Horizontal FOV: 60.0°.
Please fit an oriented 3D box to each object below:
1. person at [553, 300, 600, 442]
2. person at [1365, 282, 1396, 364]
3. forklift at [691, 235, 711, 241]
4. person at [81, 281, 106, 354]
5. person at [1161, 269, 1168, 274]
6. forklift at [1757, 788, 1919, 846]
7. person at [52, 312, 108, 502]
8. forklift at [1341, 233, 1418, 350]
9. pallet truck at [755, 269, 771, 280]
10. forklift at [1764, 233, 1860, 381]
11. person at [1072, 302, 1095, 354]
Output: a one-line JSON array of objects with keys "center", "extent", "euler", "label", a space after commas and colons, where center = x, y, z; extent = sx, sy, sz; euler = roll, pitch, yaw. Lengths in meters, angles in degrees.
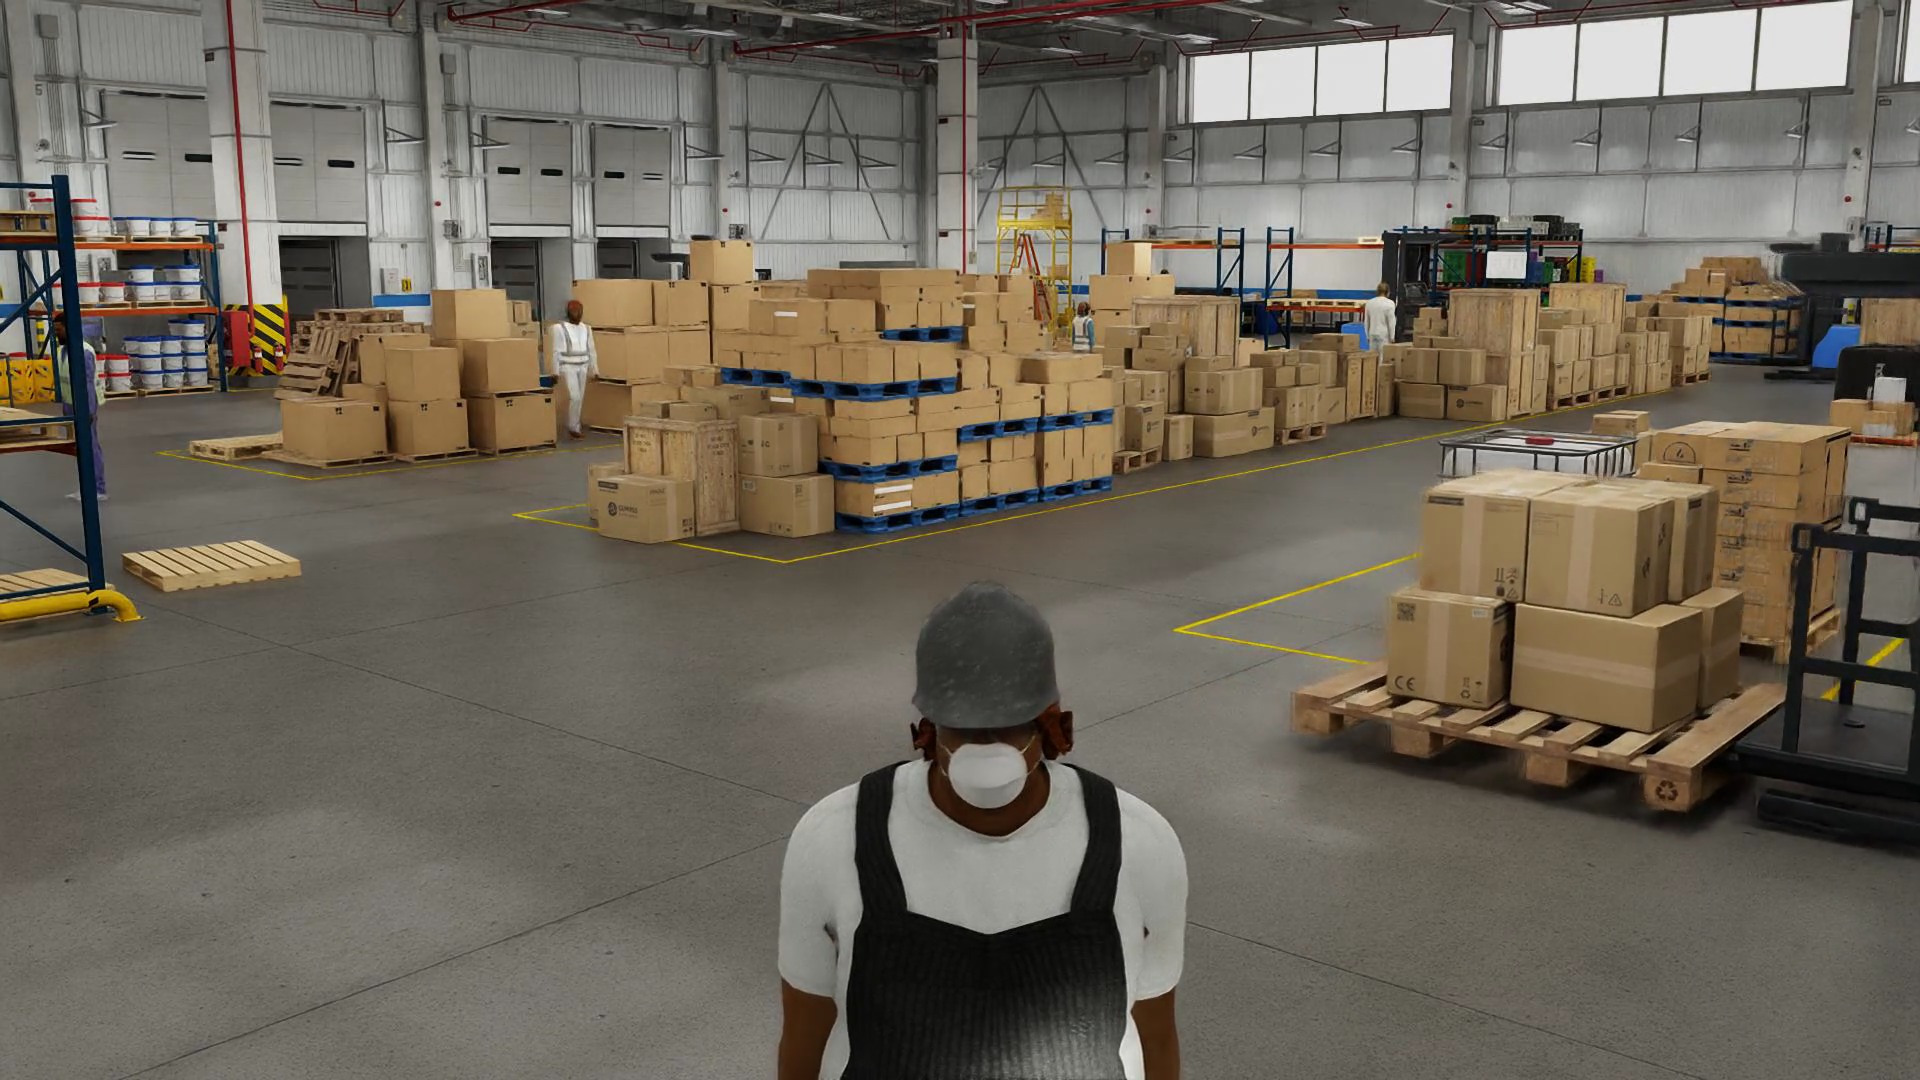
[{"center": [-5.010, -2.217, 21.892], "extent": [0.623, 1.864, 0.595], "euler": [8, 13, 39], "label": "person"}, {"center": [7.538, -3.642, 29.827], "extent": [0.371, 1.934, 0.627], "euler": [-8, 13, -38], "label": "person"}, {"center": [-5.766, -5.368, 36.958], "extent": [1.873, 2.768, 1.129], "euler": [-2, 10, -9], "label": "forklift"}, {"center": [-16.097, -3.819, 30.828], "extent": [0.376, 1.934, 0.548], "euler": [6, 12, 30], "label": "person"}, {"center": [6.003, -7.064, 49.308], "extent": [0.371, 1.934, 0.627], "euler": [0, 10, 1], "label": "person"}, {"center": [4.581, -0.090, 6.904], "extent": [1.873, 2.768, 1.129], "euler": [8, 13, 40], "label": "forklift"}, {"center": [-8.896, -1.344, 16.830], "extent": [0.593, 1.908, 0.395], "euler": [8, 13, 38], "label": "person"}, {"center": [8.358, -4.466, 31.817], "extent": [1.873, 2.768, 1.129], "euler": [8, 13, 40], "label": "forklift"}, {"center": [-4.996, -6.432, 45.525], "extent": [1.885, 1.965, 0.823], "euler": [-6, 12, -32], "label": "pallet truck"}, {"center": [16.478, -4.402, 31.456], "extent": [1.873, 2.768, 1.129], "euler": [8, 13, 40], "label": "forklift"}, {"center": [2.100, -3.228, 28.303], "extent": [0.307, 1.640, 0.521], "euler": [-8, 13, -37], "label": "person"}]
